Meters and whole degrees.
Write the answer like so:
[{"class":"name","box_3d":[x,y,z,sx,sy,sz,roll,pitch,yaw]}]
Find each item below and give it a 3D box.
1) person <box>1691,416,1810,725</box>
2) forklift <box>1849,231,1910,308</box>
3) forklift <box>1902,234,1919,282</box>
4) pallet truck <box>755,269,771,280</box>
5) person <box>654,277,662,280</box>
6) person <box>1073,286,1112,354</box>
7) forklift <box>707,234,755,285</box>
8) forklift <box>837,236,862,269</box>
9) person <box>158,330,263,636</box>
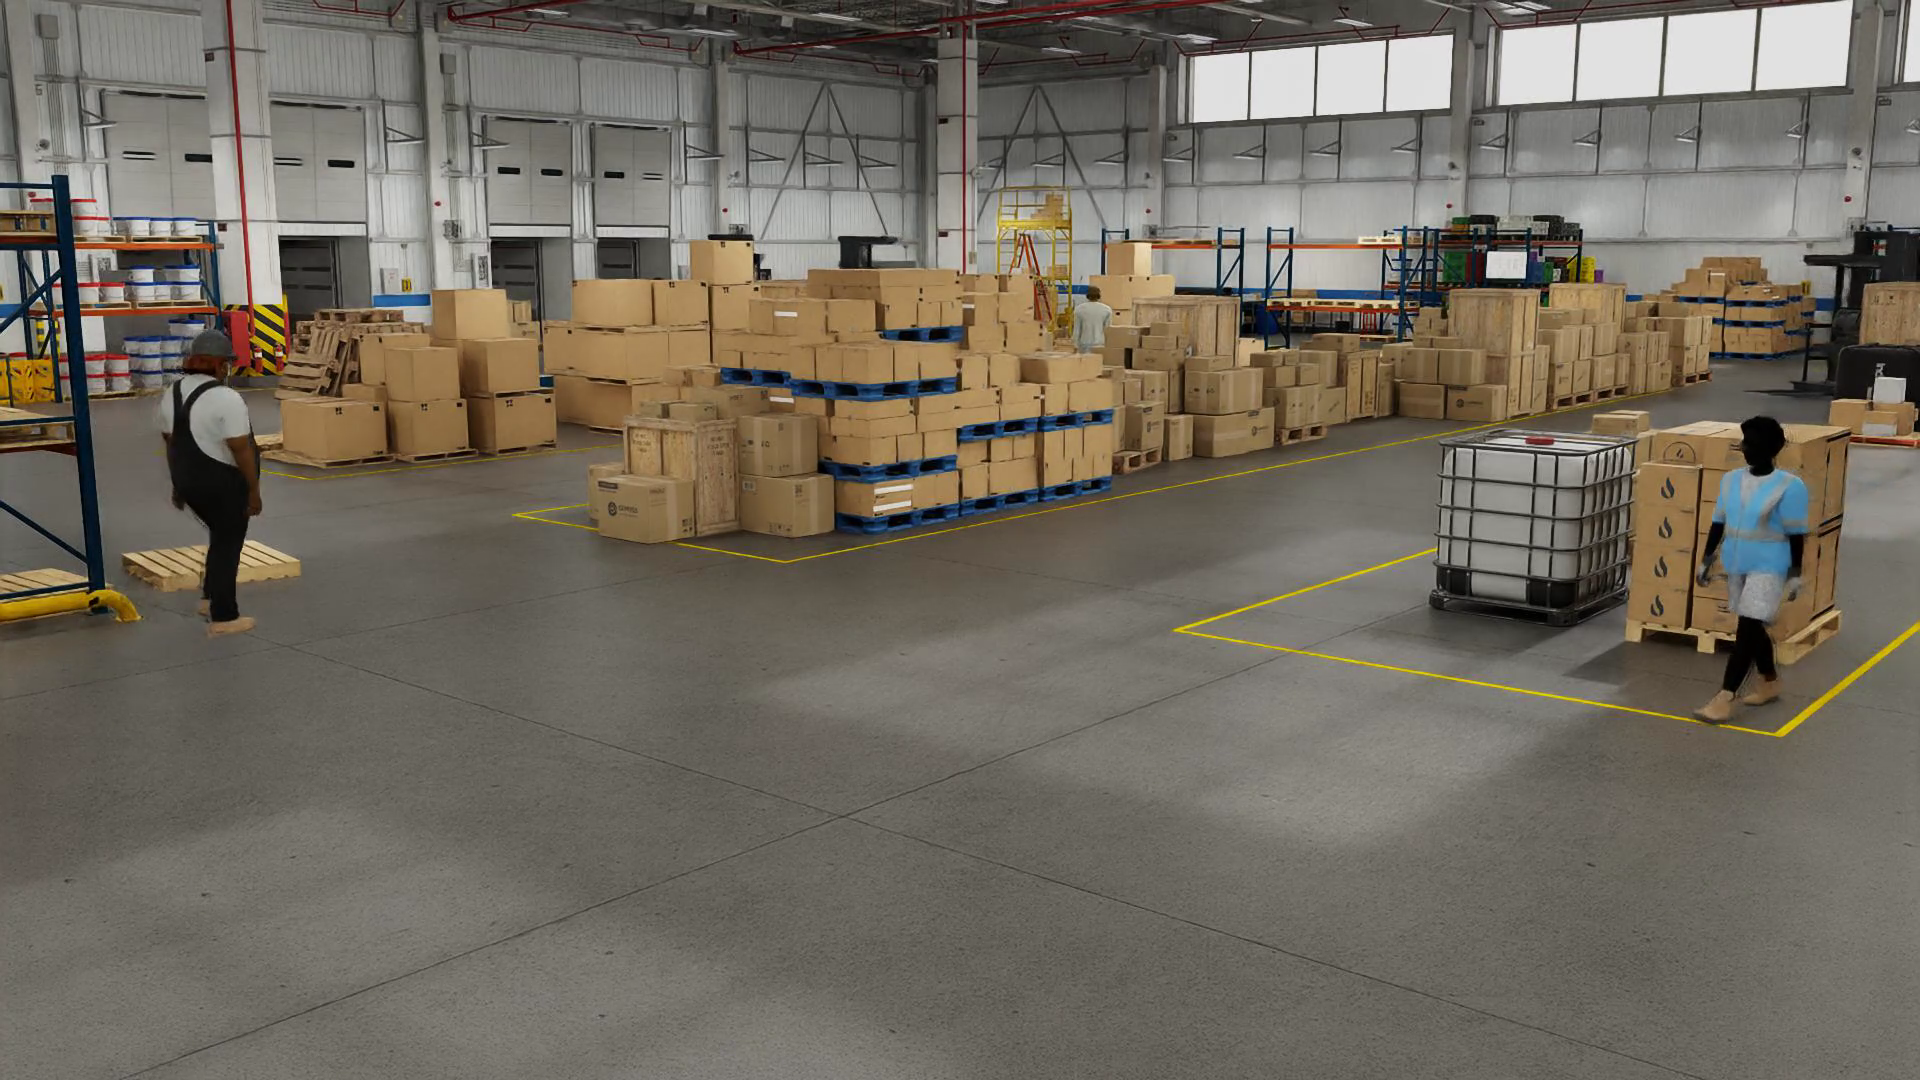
[{"class":"person","box_3d":[4.282,0.155,9.028,0.850,1.647,0.538,-4,11,-21]},{"class":"forklift","box_3d":[15.455,-3.812,28.097,1.873,2.768,1.129,-2,10,-10]},{"class":"forklift","box_3d":[18.893,-4.704,33.173,1.873,2.768,1.129,8,13,40]},{"class":"pallet truck","box_3d":[-4.996,-6.432,45.525,1.885,1.965,0.823,-6,12,-32]},{"class":"person","box_3d":[-6.513,-4.724,36.008,0.640,1.928,0.369,-4,11,-24]},{"class":"person","box_3d":[2.170,-3.178,27.171,0.635,1.936,0.354,1,10,7]},{"class":"forklift","box_3d":[-4.698,-4.910,34.349,1.129,2.768,1.873,0,10,2]},{"class":"forklift","box_3d":[-2.605,-5.837,39.626,1.873,2.768,1.129,2,10,12]},{"class":"person","box_3d":[-4.894,-0.393,11.018,0.710,2.000,0.541,5,11,28]}]
